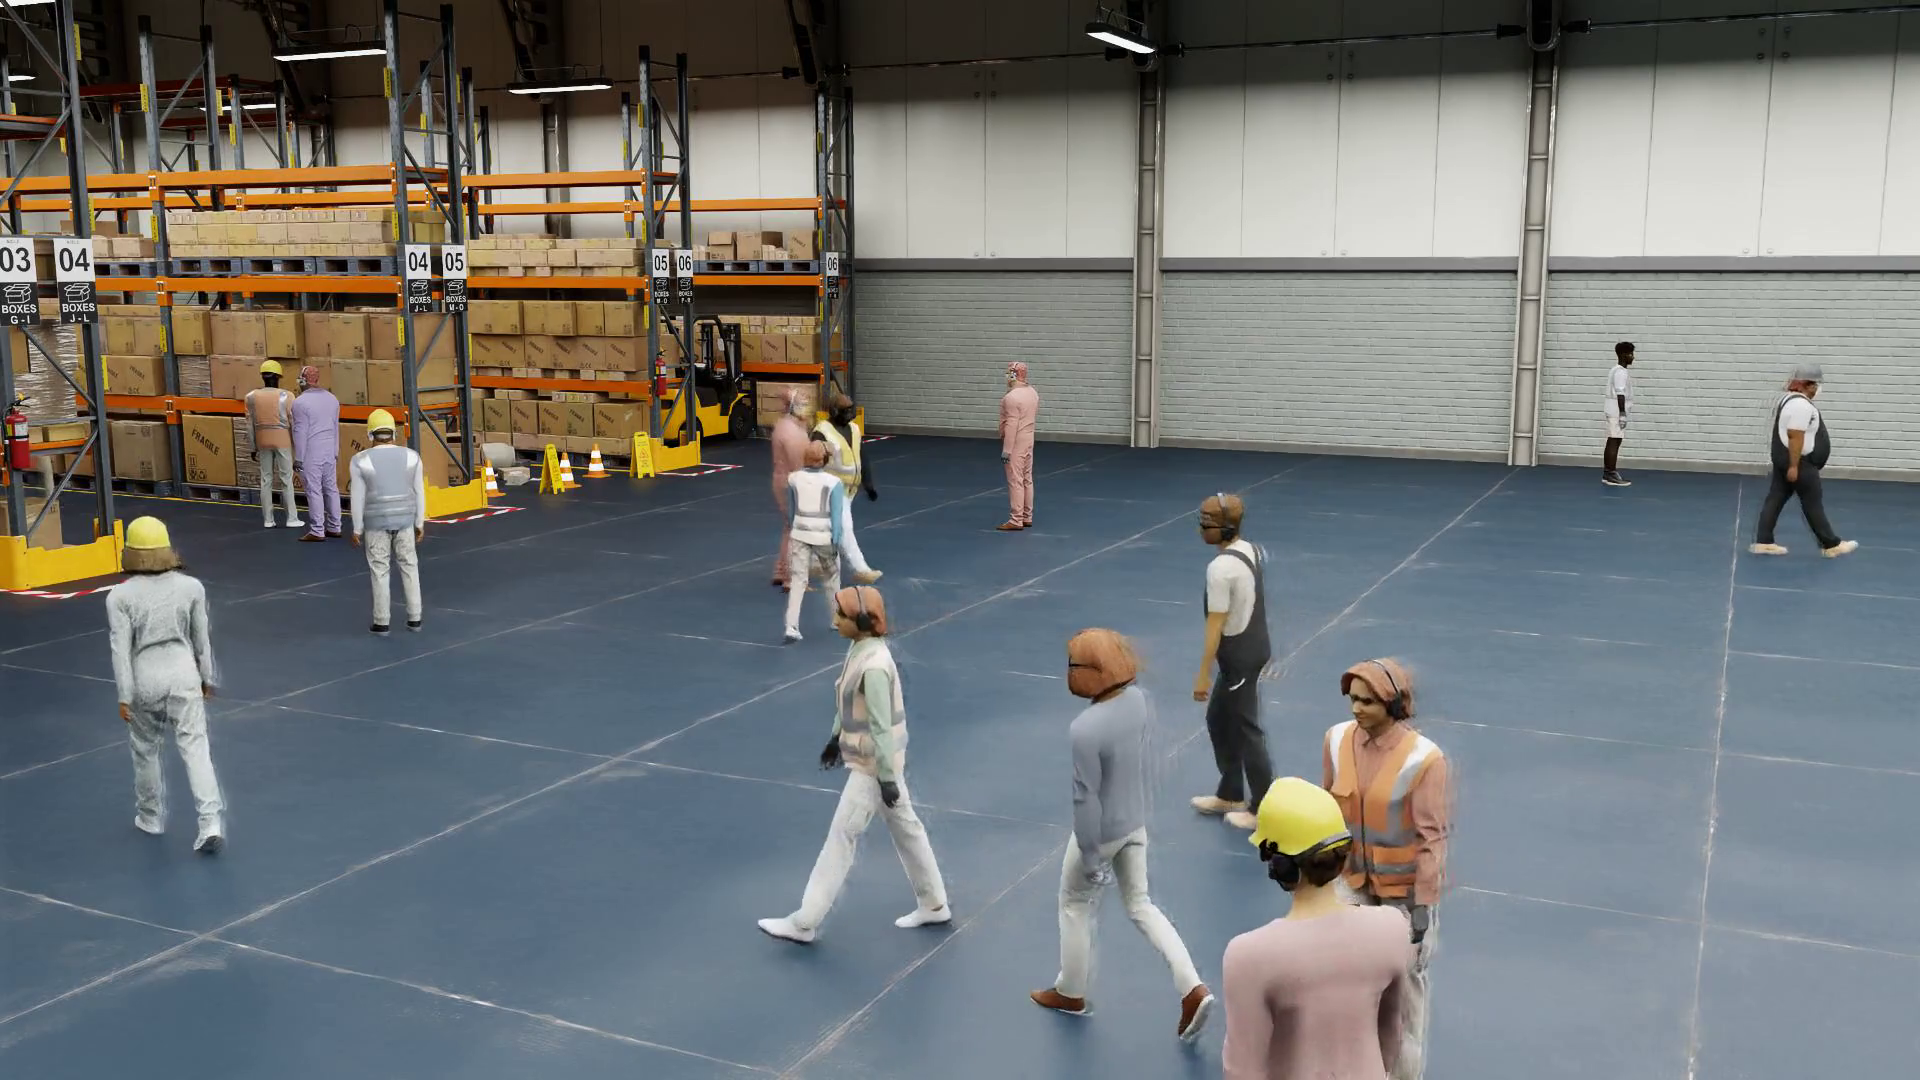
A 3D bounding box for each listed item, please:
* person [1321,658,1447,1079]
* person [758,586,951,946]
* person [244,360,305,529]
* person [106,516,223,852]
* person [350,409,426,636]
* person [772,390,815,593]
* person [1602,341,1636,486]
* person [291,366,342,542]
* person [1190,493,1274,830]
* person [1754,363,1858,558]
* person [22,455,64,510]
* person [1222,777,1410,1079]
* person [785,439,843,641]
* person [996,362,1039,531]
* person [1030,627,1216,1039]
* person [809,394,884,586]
[{"bbox_3d":[1.460,1.205,5.800,0.409,1.620,0.546,-9,13,-42],"label":"person"},{"bbox_3d":[-0.435,0.981,7.282,0.875,1.591,0.529,-1,9,-5],"label":"person"},{"bbox_3d":[-7.789,-1.080,18.913,0.585,1.917,0.380,0,9,-3],"label":"person"},{"bbox_3d":[-4.047,0.724,8.475,0.488,1.706,0.874,-8,12,-41],"label":"person"},{"bbox_3d":[-4.614,-0.140,13.419,0.600,1.827,0.404,-7,12,-36],"label":"person"},{"bbox_3d":[-1.497,-0.428,15.092,0.400,1.881,0.704,-2,9,-11],"label":"person"},{"bbox_3d":[9.021,-1.736,22.778,0.370,1.967,0.602,2,9,12],"label":"person"},{"bbox_3d":[-7.012,-0.934,18.051,0.401,1.906,0.649,3,10,20],"label":"person"},{"bbox_3d":[1.413,0.642,8.685,0.591,1.806,0.552,4,10,22],"label":"person"},{"bbox_3d":[8.689,-0.830,17.000,0.976,2.000,0.708,2,10,14],"label":"person"},{"bbox_3d":[-11.463,-1.288,20.464,0.932,1.836,0.535,6,11,31],"label":"person"},{"bbox_3d":[0.848,1.424,4.159,0.535,1.720,0.918,-2,10,-14],"label":"person"},{"bbox_3d":[-1.164,-0.006,13.317,0.515,1.599,0.845,3,10,20],"label":"person"},{"bbox_3d":[0.635,-1.061,18.831,0.409,1.907,0.648,5,10,26],"label":"person"},{"bbox_3d":[0.615,1.119,6.377,0.747,1.601,0.505,8,12,41],"label":"person"},{"bbox_3d":[-1.098,-0.475,15.625,0.998,1.781,0.619,6,11,33],"label":"person"}]
